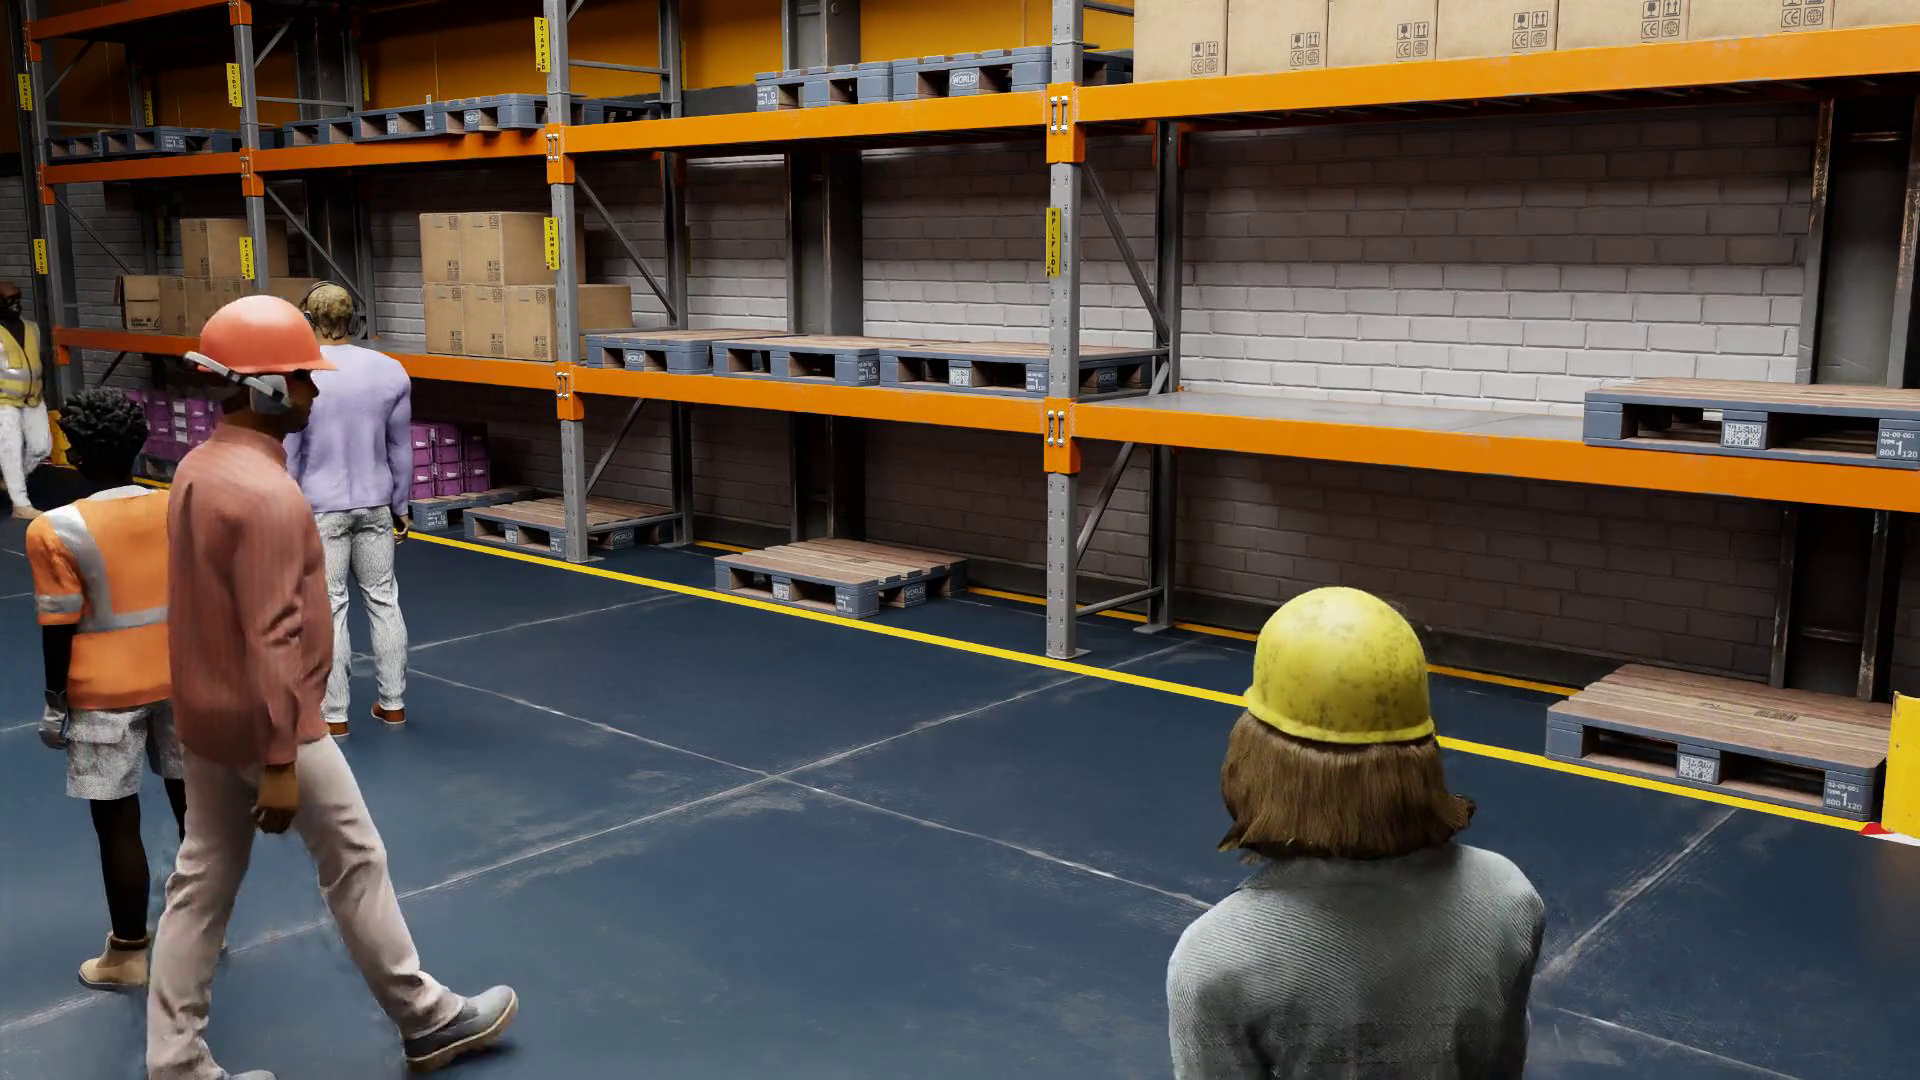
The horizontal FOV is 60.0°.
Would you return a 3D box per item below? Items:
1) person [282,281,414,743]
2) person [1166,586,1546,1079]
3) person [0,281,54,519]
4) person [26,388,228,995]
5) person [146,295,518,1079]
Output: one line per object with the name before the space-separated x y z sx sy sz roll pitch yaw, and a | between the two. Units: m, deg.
person | -2.608 -0.114 7.021 0.632 1.940 0.372 -9 14 -43
person | 0.473 0.901 1.916 0.496 1.702 0.895 -3 10 -14
person | -7.308 -1.071 12.795 0.508 1.824 0.632 4 11 22
person | -2.322 0.424 4.672 0.319 1.688 0.532 6 12 31
person | -1.565 0.402 4.004 0.969 1.949 0.639 -9 14 -43
